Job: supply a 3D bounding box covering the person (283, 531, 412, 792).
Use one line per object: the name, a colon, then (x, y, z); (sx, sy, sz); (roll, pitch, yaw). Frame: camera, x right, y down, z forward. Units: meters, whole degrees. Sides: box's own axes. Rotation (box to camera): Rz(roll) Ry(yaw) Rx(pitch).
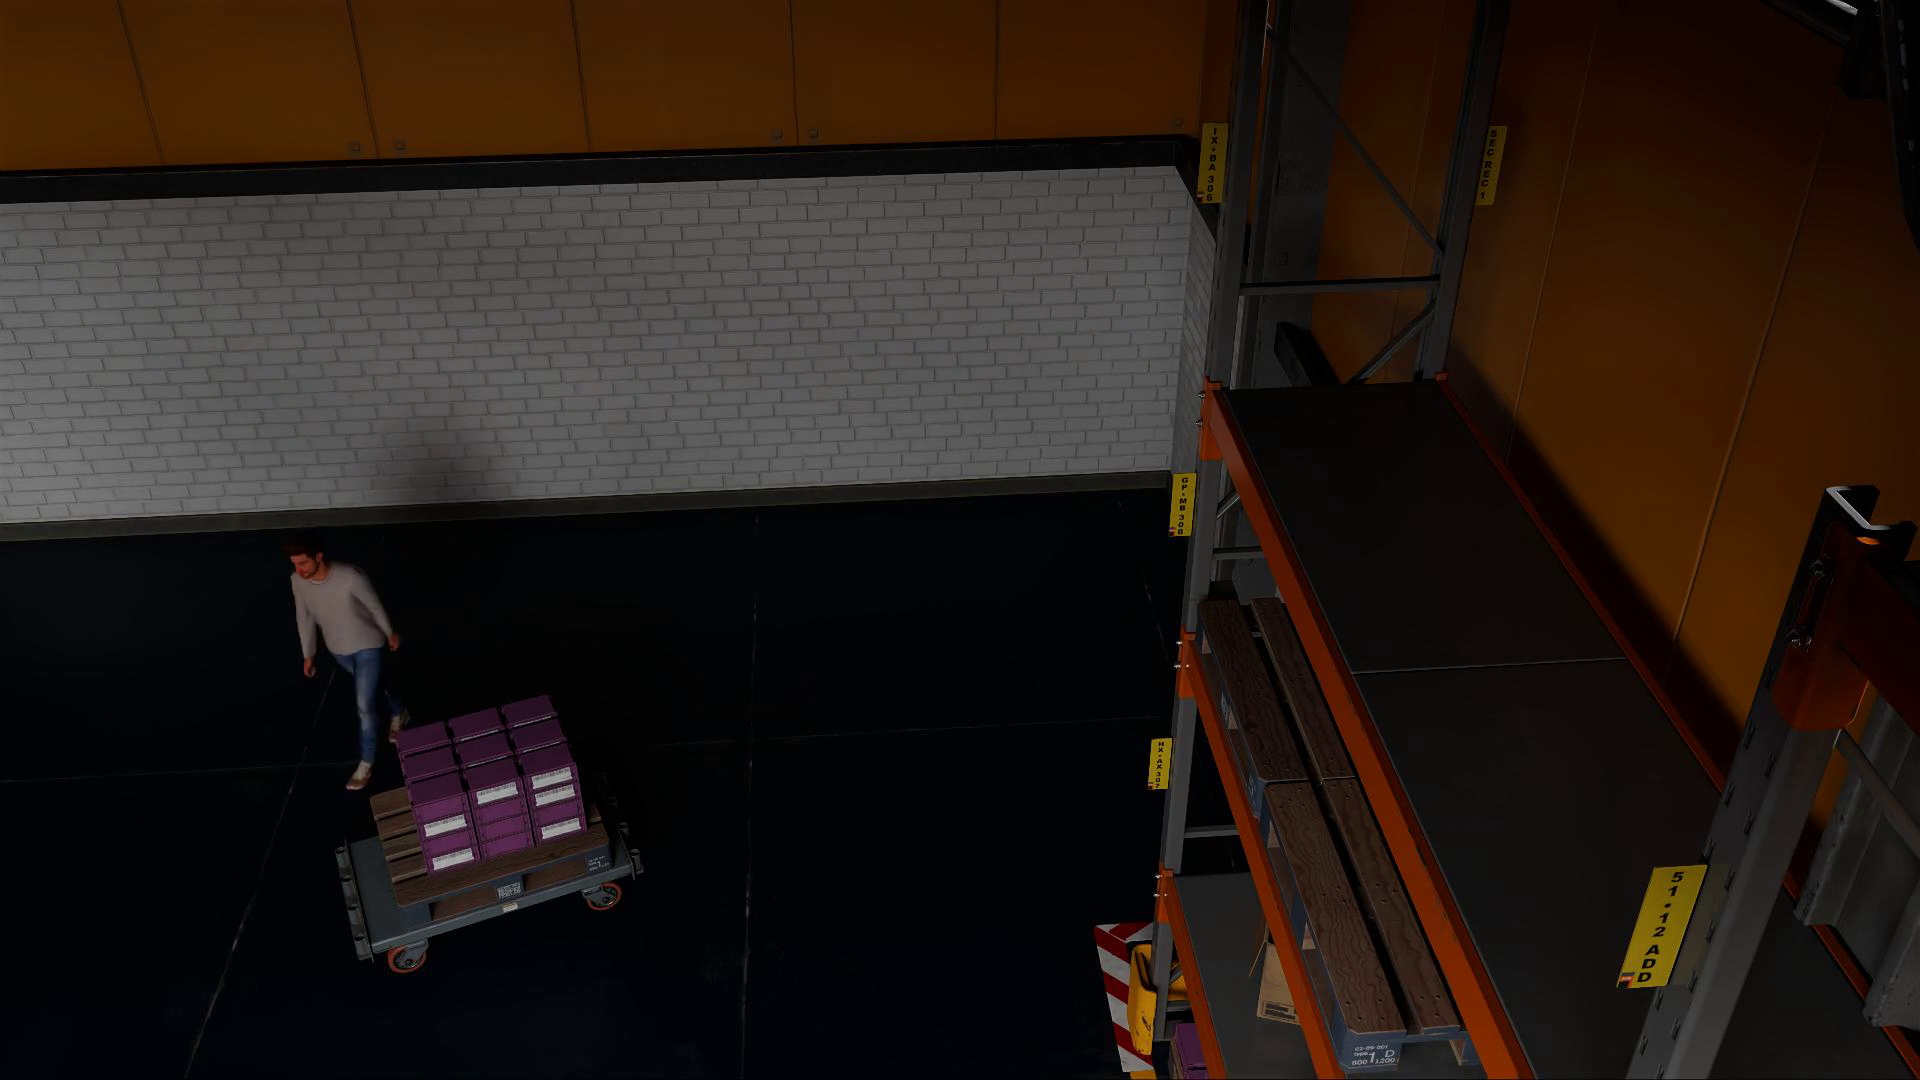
person: (-3.850, 0.635, 10.745); (0.864, 1.832, 1.163); (1, 34, 2)
